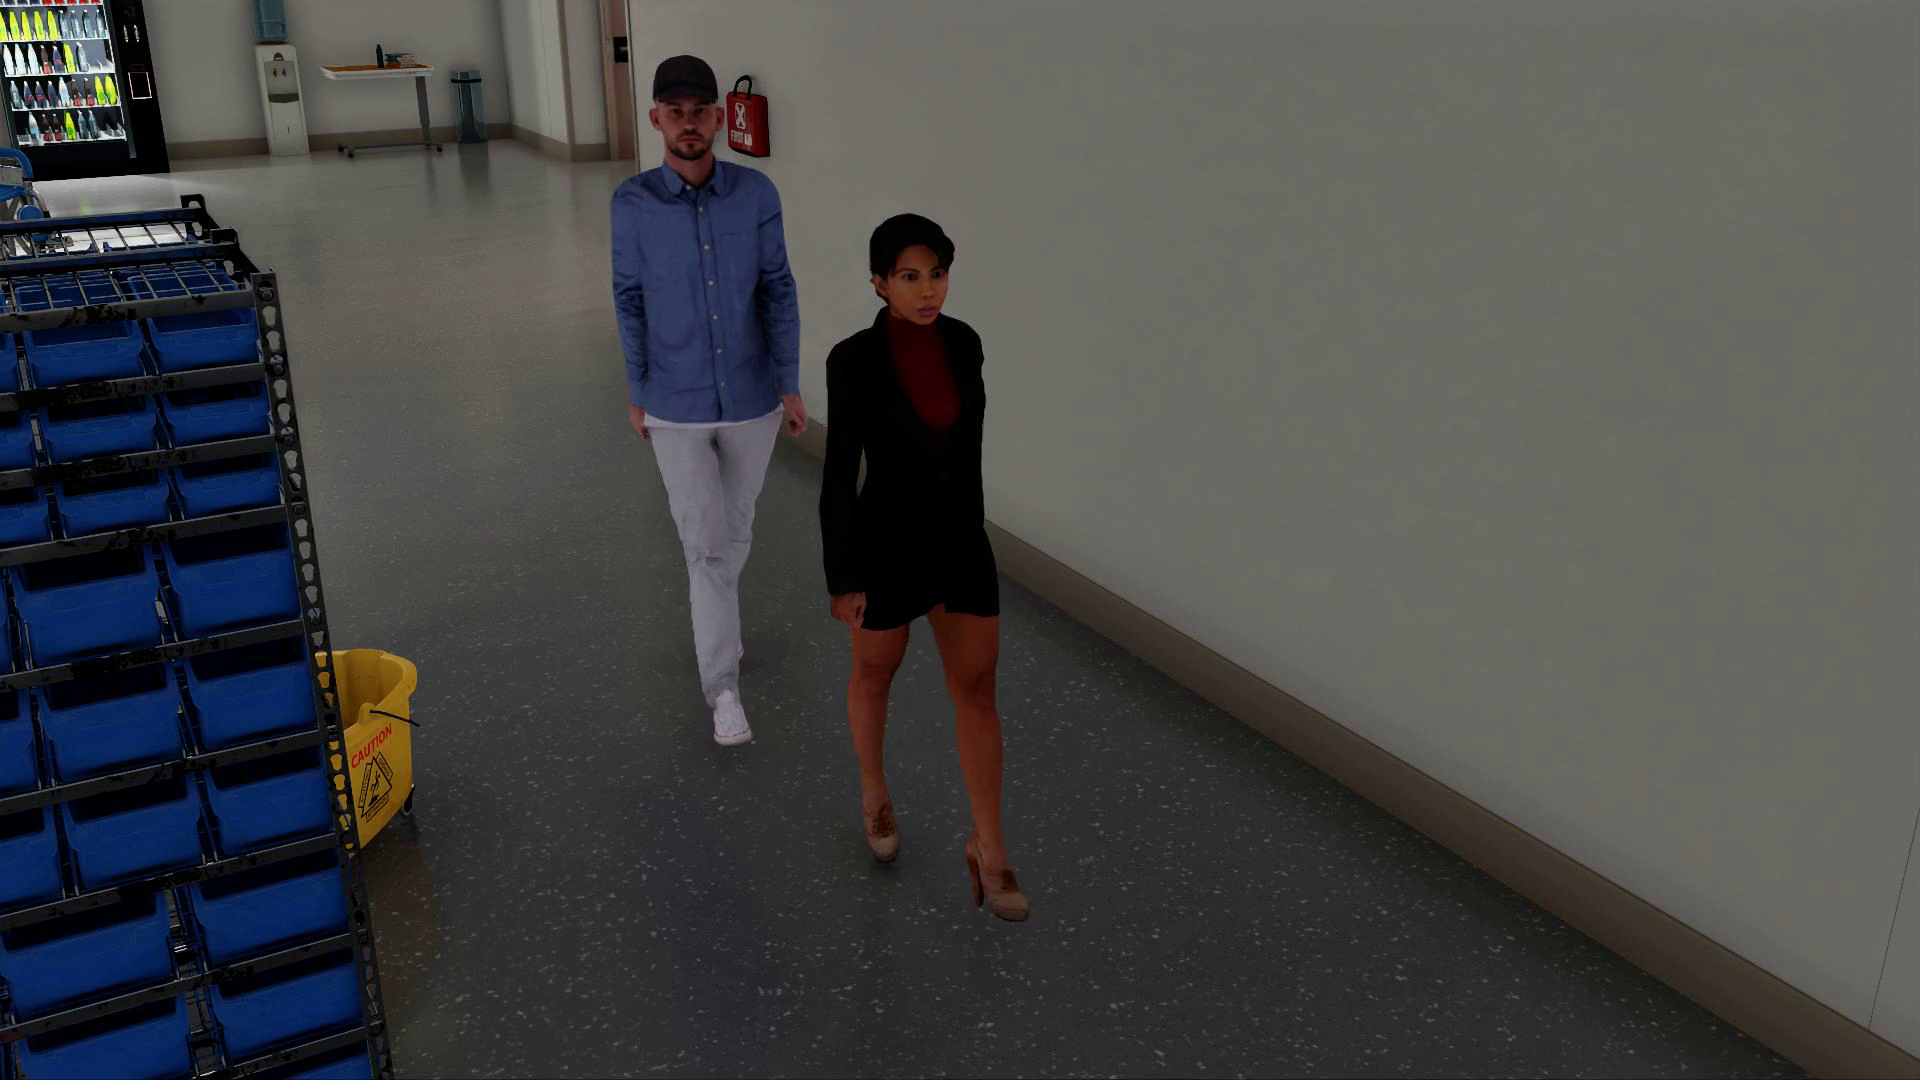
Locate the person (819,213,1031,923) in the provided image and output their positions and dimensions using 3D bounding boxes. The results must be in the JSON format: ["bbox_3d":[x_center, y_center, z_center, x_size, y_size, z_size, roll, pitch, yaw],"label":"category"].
[{"bbox_3d":[-0.144,0.048,3.916,0.829,1.618,0.711,-9,22,-22],"label":"person"}]

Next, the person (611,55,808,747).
[{"bbox_3d":[-0.723,-0.420,4.829,1.129,1.848,0.854,-7,22,-17],"label":"person"}]
